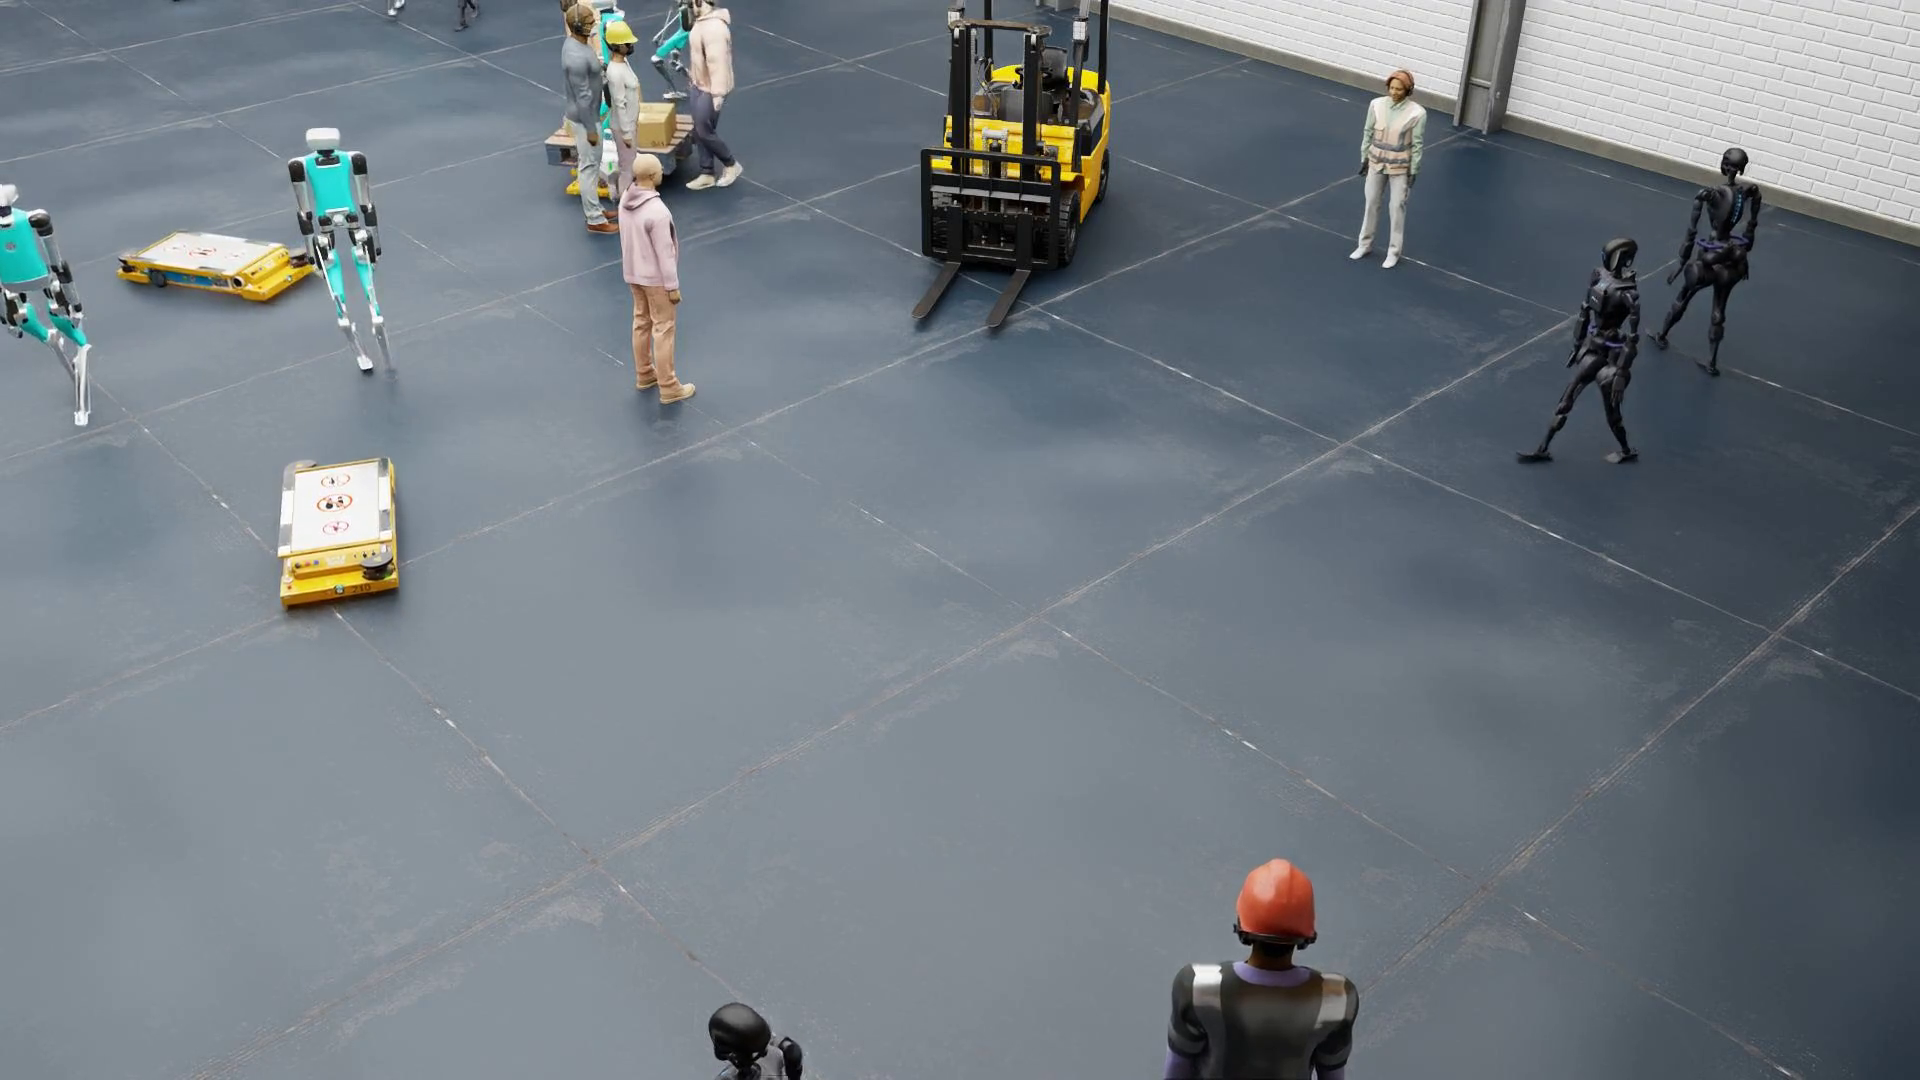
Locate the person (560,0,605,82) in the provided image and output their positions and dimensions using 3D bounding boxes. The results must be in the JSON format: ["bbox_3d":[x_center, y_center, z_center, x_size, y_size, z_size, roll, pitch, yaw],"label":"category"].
[{"bbox_3d":[-3.508,-4.562,15.715,0.414,1.877,0.553,-27,42,-35],"label":"person"}]

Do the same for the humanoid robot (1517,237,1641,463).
[{"bbox_3d":[4.171,-1.186,10.763,0.809,1.629,0.612,-8,34,-13],"label":"humanoid robot"}]

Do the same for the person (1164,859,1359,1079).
[{"bbox_3d":[0.979,1.892,5.657,0.598,2.035,0.402,1,33,2],"label":"person"}]

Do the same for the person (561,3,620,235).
[{"bbox_3d":[-3.154,-3.577,14.142,0.379,1.940,0.628,-6,33,-9],"label":"person"}]

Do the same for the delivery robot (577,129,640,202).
[{"bbox_3d":[-3.194,-3.471,15.247,0.499,0.596,0.775,-19,37,-26],"label":"delivery robot"}]

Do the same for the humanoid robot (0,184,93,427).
[{"bbox_3d":[-6.305,-1.661,11.431,0.548,1.830,0.876,-11,35,-17],"label":"humanoid robot"}]

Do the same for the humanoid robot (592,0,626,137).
[{"bbox_3d":[-3.277,-3.992,15.066,0.680,1.901,0.547,-4,33,-6],"label":"humanoid robot"}]

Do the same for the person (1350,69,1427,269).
[{"bbox_3d":[3.509,-3.040,13.595,0.517,1.632,0.311,23,40,31],"label":"person"}]

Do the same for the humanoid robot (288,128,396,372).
[{"bbox_3d":[-4.368,-1.946,11.922,0.546,1.885,0.757,-14,36,-21],"label":"humanoid robot"}]

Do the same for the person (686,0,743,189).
[{"bbox_3d":[-2.285,-4.064,15.001,0.557,1.822,0.872,-13,35,-20],"label":"person"}]

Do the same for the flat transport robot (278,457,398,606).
[{"bbox_3d":[-3.852,-0.099,10.325,0.659,0.231,1.431,-9,34,-14],"label":"flat transport robot"}]

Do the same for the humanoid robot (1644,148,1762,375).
[{"bbox_3d":[5.449,-2.066,12.073,0.611,1.631,0.696,-6,34,-10],"label":"humanoid robot"}]

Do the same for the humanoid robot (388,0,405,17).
[{"bbox_3d":[-6.832,-7.016,19.659,0.530,1.754,1.045,-3,33,-4],"label":"humanoid robot"}]

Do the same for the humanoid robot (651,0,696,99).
[{"bbox_3d":[-2.928,-5.314,16.997,0.803,1.781,0.554,-7,34,-11],"label":"humanoid robot"}]

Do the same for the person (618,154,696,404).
[{"bbox_3d":[-2.156,-1.815,11.585,0.408,1.775,0.526,-26,41,-34],"label":"person"}]

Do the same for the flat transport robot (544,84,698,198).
[{"bbox_3d":[-3.105,-3.550,15.630,0.659,0.231,1.431,7,34,11],"label":"flat transport robot"}]

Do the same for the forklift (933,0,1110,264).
[{"bbox_3d":[0.570,-3.725,14.138,1.214,2.155,2.313,9,34,13],"label":"forklift"}]

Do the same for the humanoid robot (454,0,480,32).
[{"bbox_3d":[-5.907,-6.867,19.487,0.583,1.635,0.784,8,34,13],"label":"humanoid robot"}]

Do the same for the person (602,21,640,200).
[{"bbox_3d":[-2.846,-3.556,14.266,0.310,1.768,0.521,-3,33,-4],"label":"person"}]

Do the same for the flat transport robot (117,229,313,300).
[{"bbox_3d":[-6.111,-2.257,13.643,1.431,0.231,0.659,10,34,15],"label":"flat transport robot"}]

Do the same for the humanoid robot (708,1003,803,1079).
[{"bbox_3d":[-0.648,2.188,5.524,0.365,1.646,0.606,17,37,24],"label":"humanoid robot"}]
